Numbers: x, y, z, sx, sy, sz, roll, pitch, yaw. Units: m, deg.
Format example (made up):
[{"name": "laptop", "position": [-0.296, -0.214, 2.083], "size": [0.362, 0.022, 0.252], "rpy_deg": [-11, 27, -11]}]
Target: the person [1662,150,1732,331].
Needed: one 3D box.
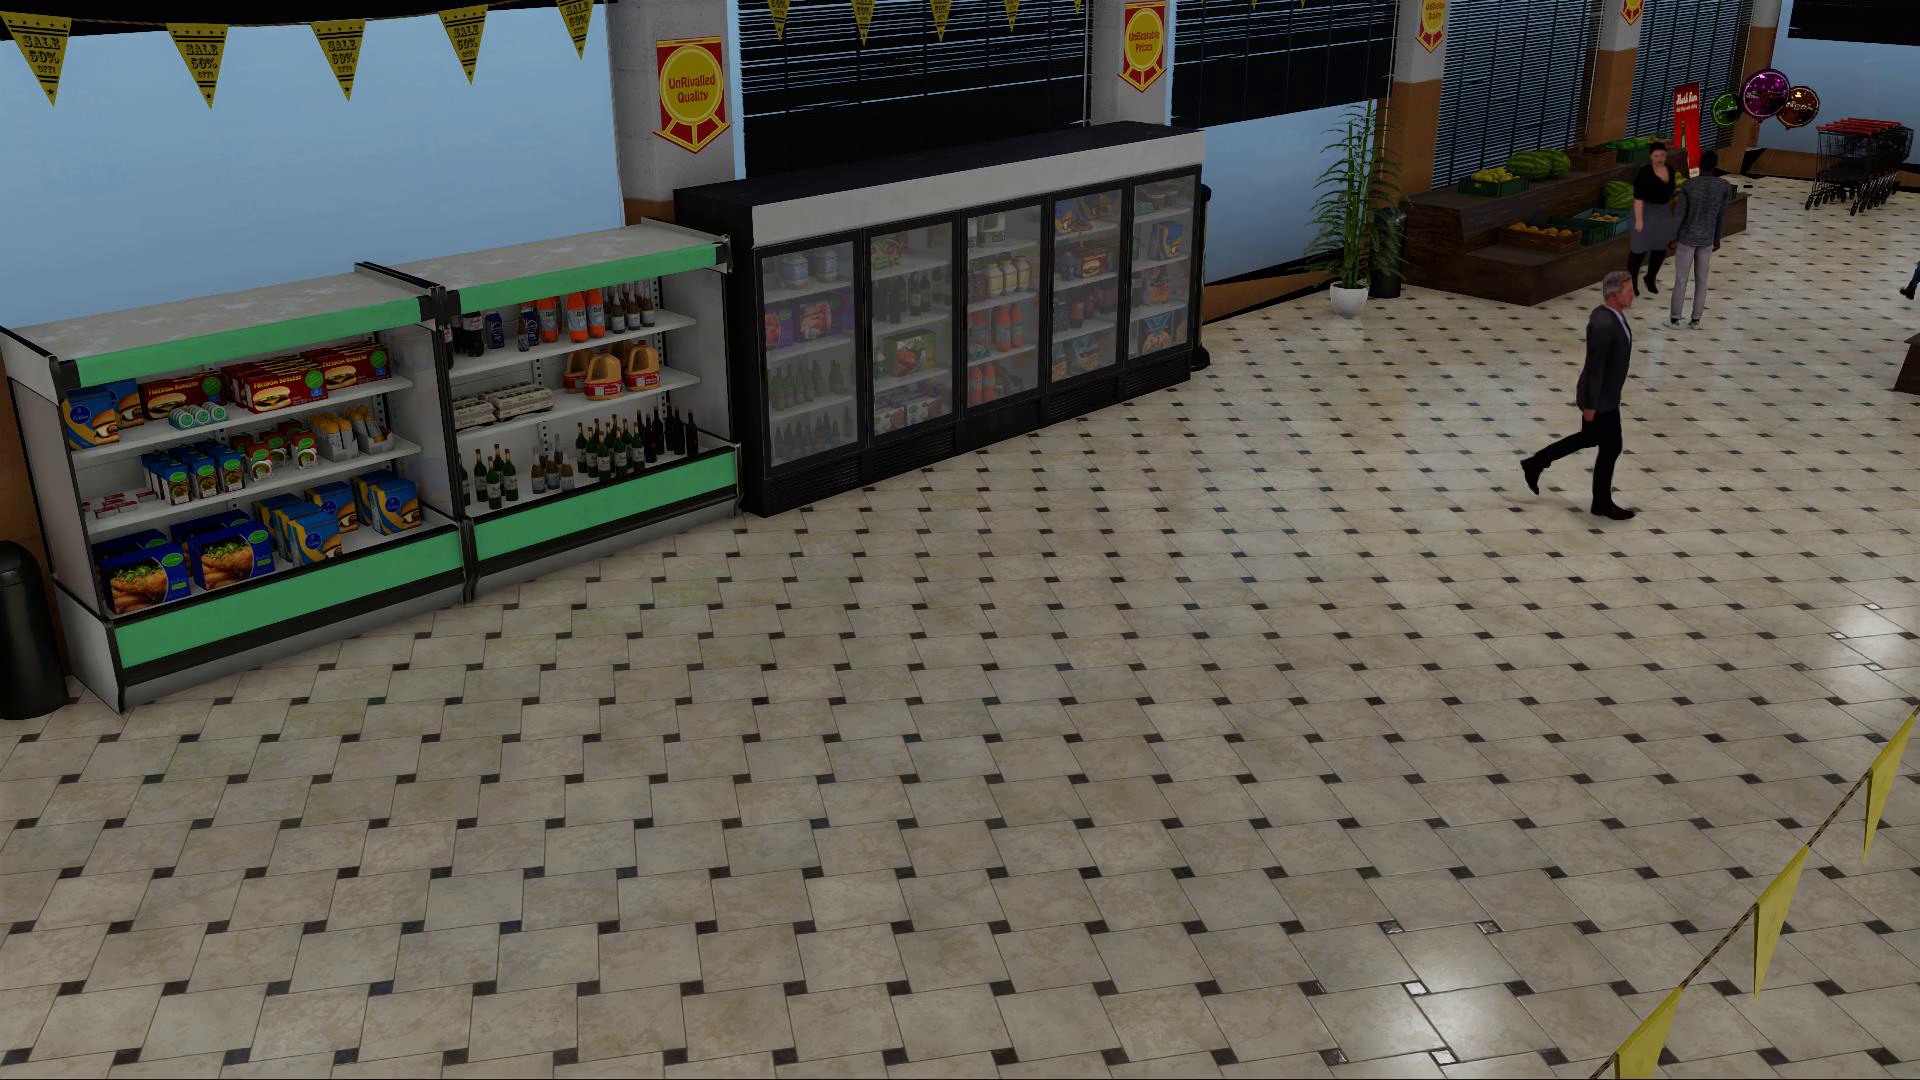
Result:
[{"name": "person", "position": [7.559, -3.080, 17.073], "size": [0.753, 1.837, 0.790], "rpy_deg": [2, 22, 4]}]

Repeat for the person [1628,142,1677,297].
[{"name": "person", "position": [7.588, -3.524, 18.339], "size": [0.789, 1.717, 0.904], "rpy_deg": [-13, 25, -29]}]

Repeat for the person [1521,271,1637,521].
[{"name": "person", "position": [4.577, -1.067, 12.090], "size": [1.060, 1.818, 1.134], "rpy_deg": [8, 23, 19]}]
